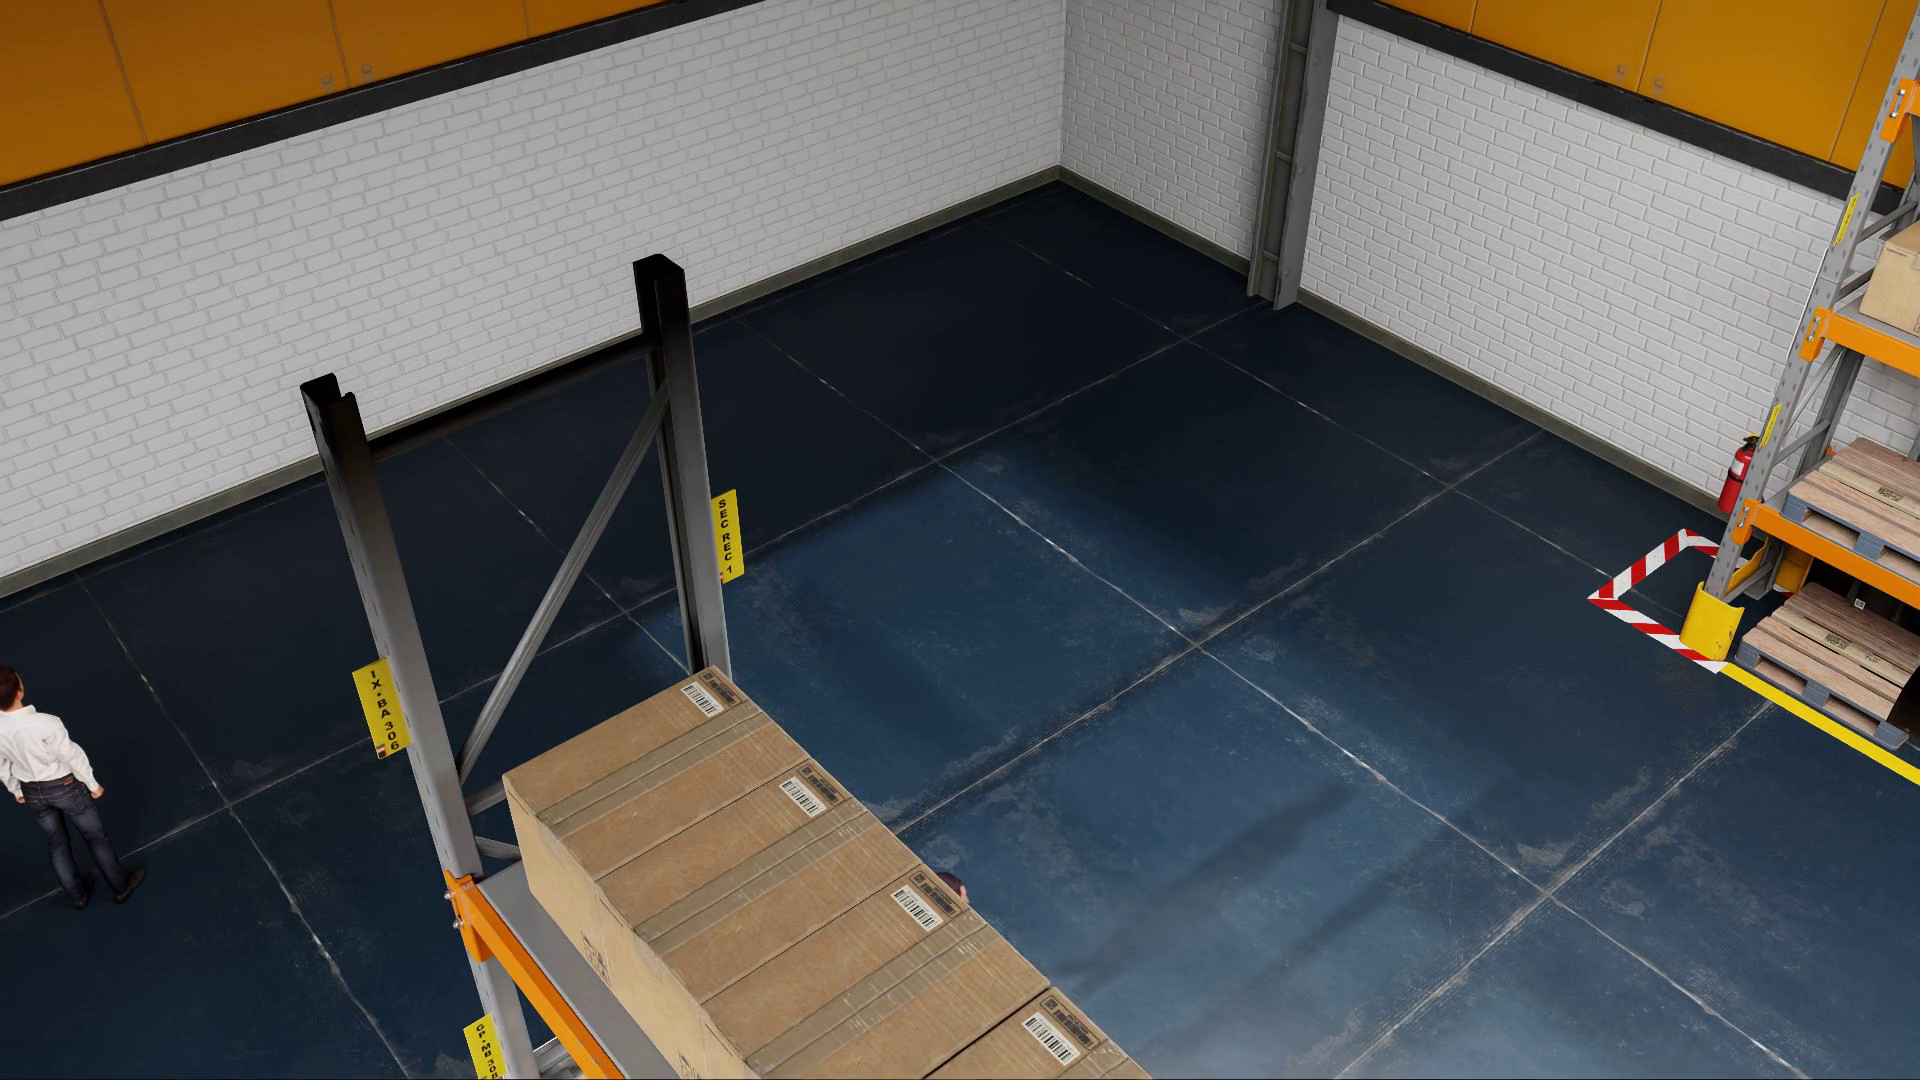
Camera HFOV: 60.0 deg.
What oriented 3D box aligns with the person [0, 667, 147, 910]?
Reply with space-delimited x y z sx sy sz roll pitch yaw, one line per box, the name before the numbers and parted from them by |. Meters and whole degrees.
person | -5.309 1.468 9.746 0.732 1.871 0.741 -3 39 -4
